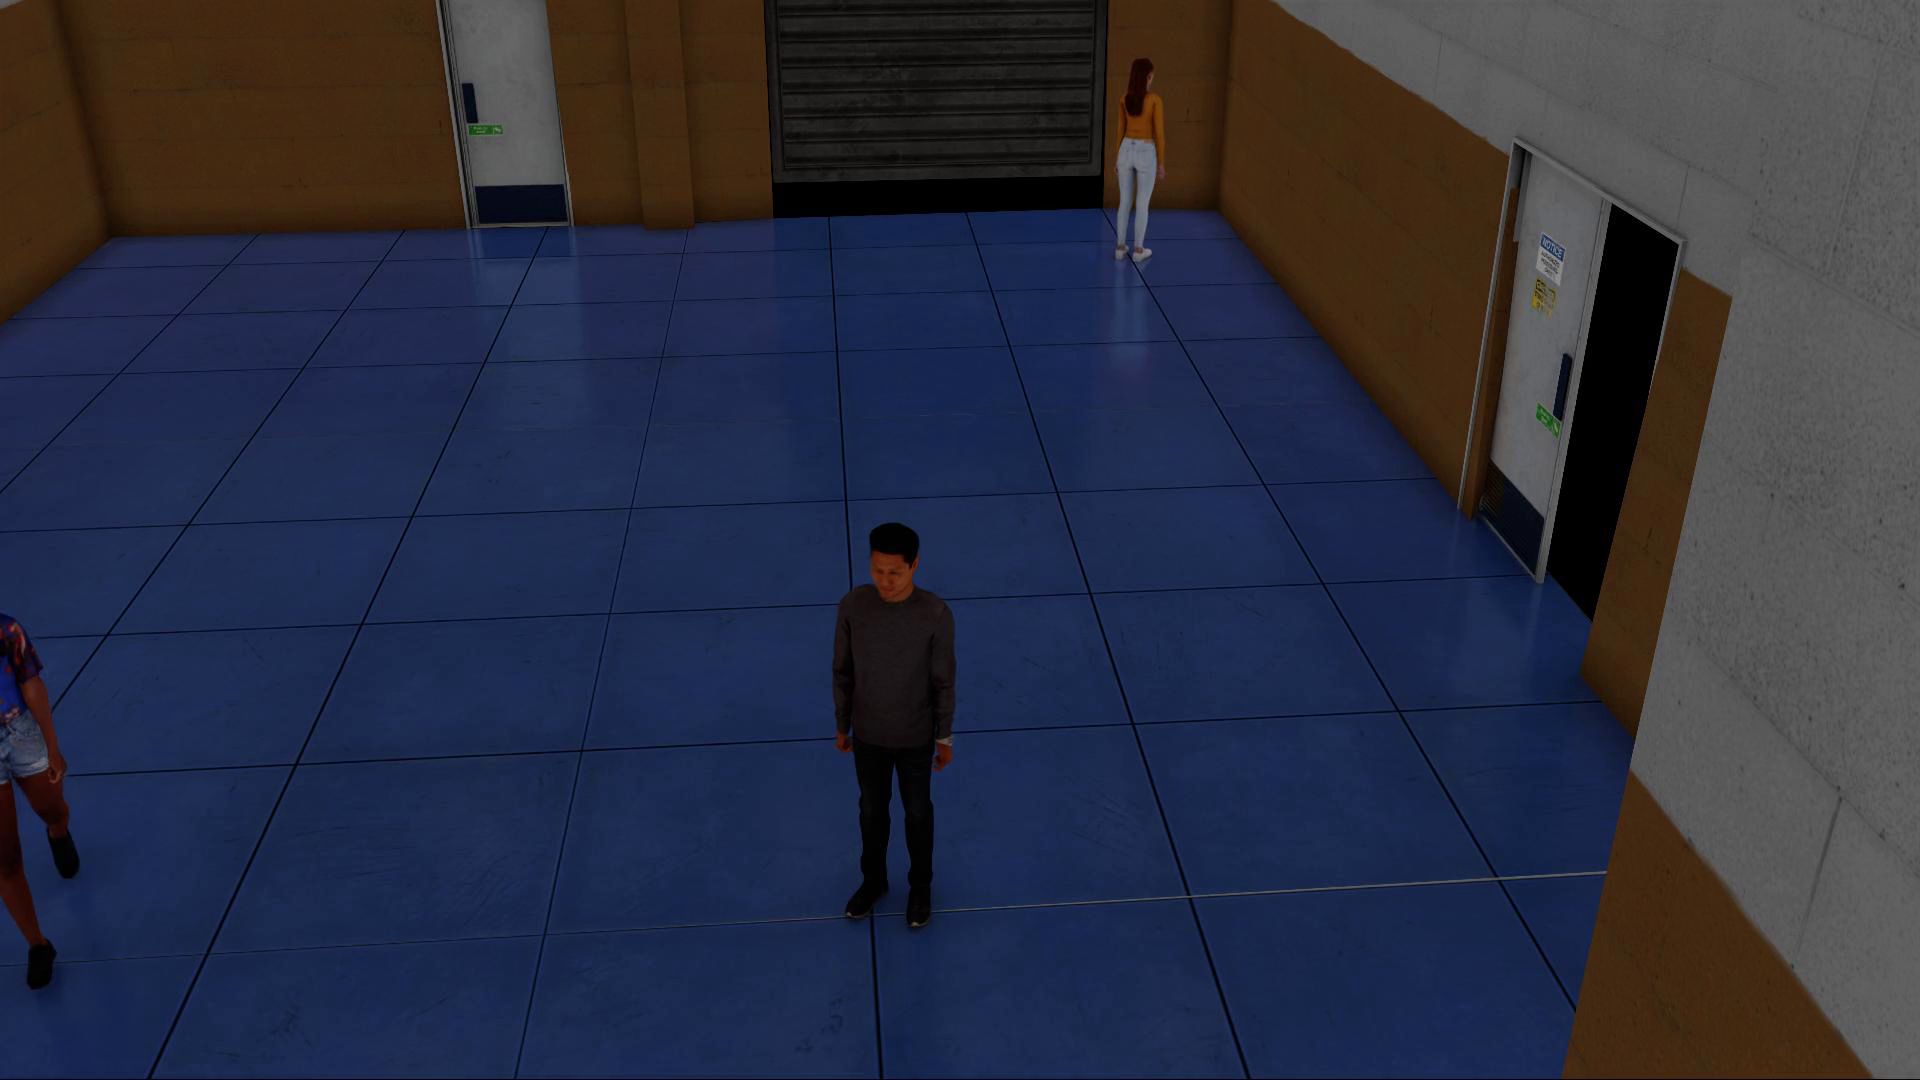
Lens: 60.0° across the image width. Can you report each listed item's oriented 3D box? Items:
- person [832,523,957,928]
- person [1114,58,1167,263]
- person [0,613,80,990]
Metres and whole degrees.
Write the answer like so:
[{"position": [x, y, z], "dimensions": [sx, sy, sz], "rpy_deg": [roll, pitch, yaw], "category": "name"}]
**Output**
[{"position": [-0.249, 0.727, 6.540], "dimensions": [0.587, 1.764, 0.763], "rpy_deg": [-12, 29, -22], "category": "person"}, {"position": [1.548, -3.310, 14.522], "dimensions": [0.670, 1.745, 0.767], "rpy_deg": [14, 30, 26], "category": "person"}, {"position": [-3.685, 0.808, 6.448], "dimensions": [1.148, 1.704, 0.957], "rpy_deg": [-14, 30, -26], "category": "person"}]
